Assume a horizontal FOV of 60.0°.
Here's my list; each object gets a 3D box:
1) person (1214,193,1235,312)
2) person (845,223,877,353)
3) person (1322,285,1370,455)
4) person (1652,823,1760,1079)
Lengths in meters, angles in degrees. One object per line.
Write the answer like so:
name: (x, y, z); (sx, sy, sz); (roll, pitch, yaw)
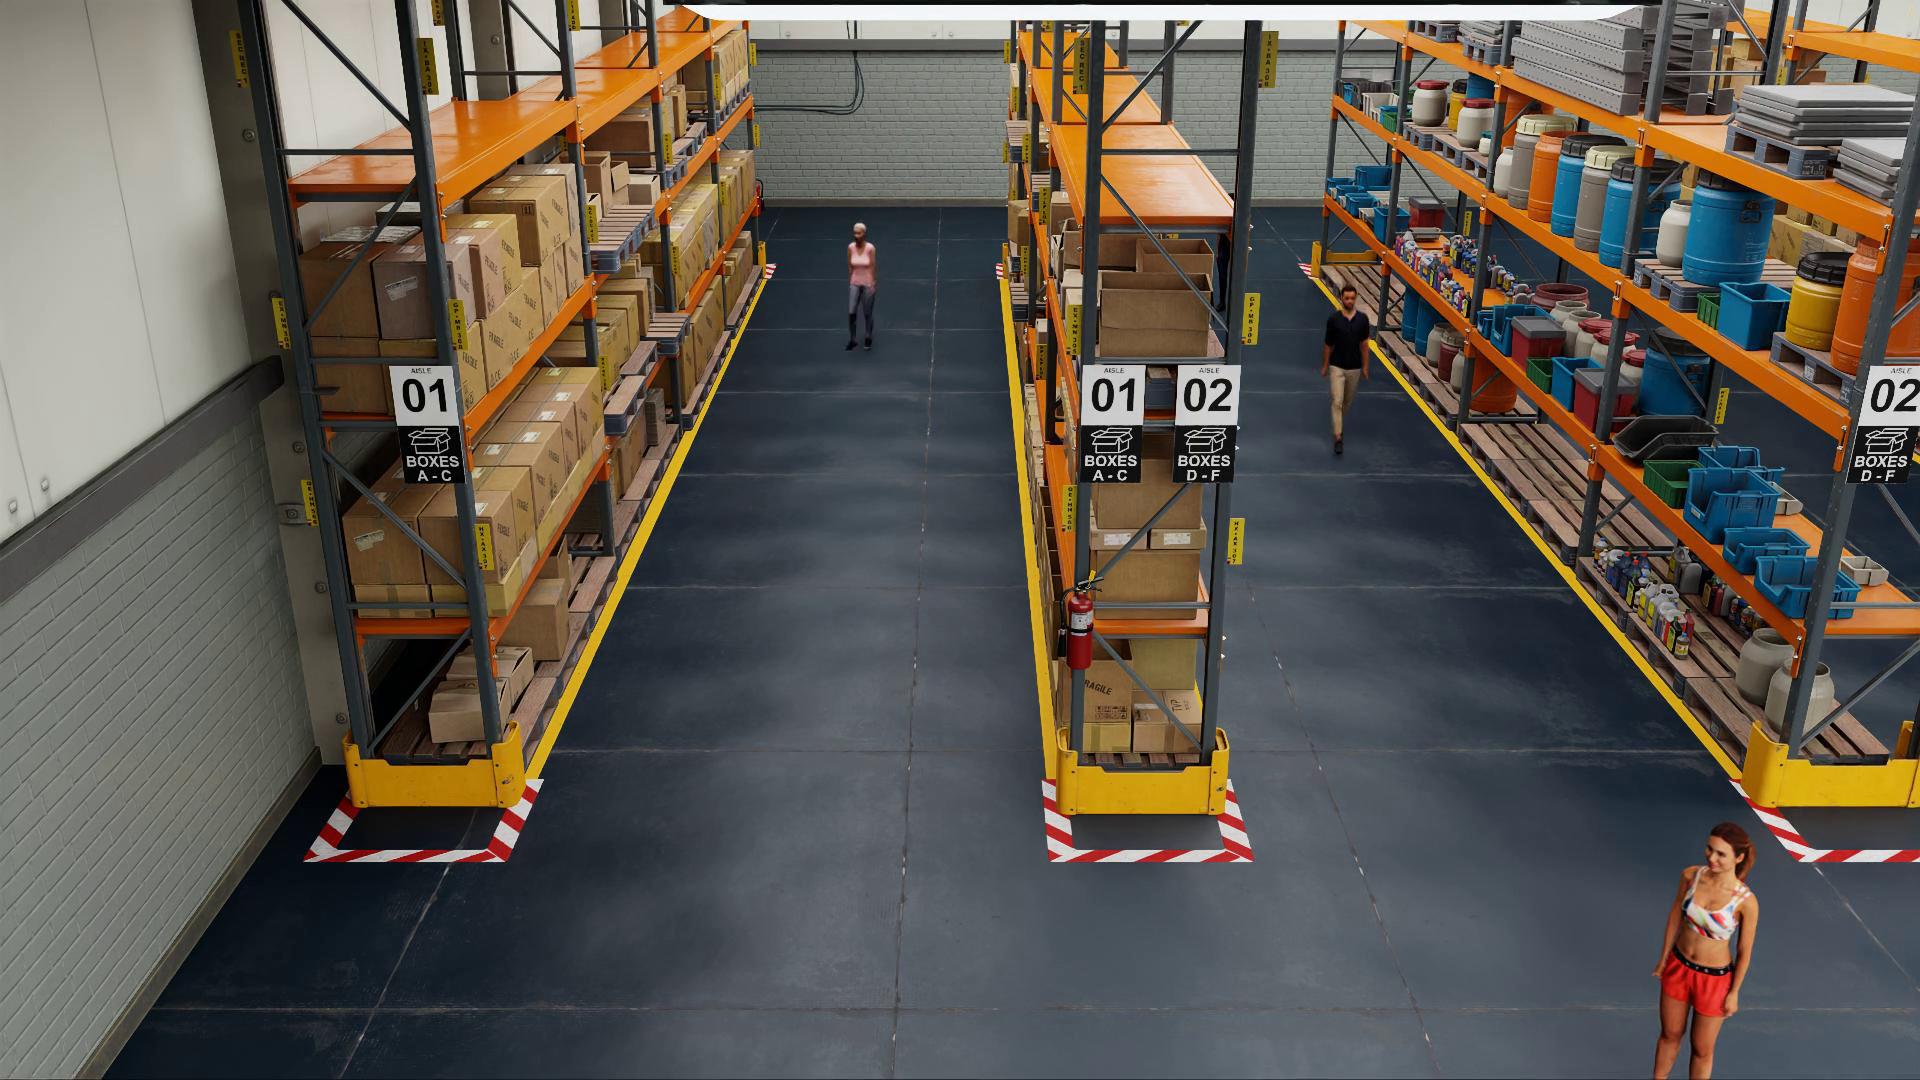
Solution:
person: (3.906, -4.154, 24.056); (0.651, 1.737, 0.687); (14, 26, 31)
person: (-1.278, -3.406, 22.268); (0.648, 1.706, 0.836); (4, 23, 9)
person: (4.280, -1.934, 18.520); (0.676, 1.819, 1.138); (1, 22, 2)
person: (3.755, 2.209, 8.426); (0.741, 1.791, 0.664); (-16, 27, -34)
